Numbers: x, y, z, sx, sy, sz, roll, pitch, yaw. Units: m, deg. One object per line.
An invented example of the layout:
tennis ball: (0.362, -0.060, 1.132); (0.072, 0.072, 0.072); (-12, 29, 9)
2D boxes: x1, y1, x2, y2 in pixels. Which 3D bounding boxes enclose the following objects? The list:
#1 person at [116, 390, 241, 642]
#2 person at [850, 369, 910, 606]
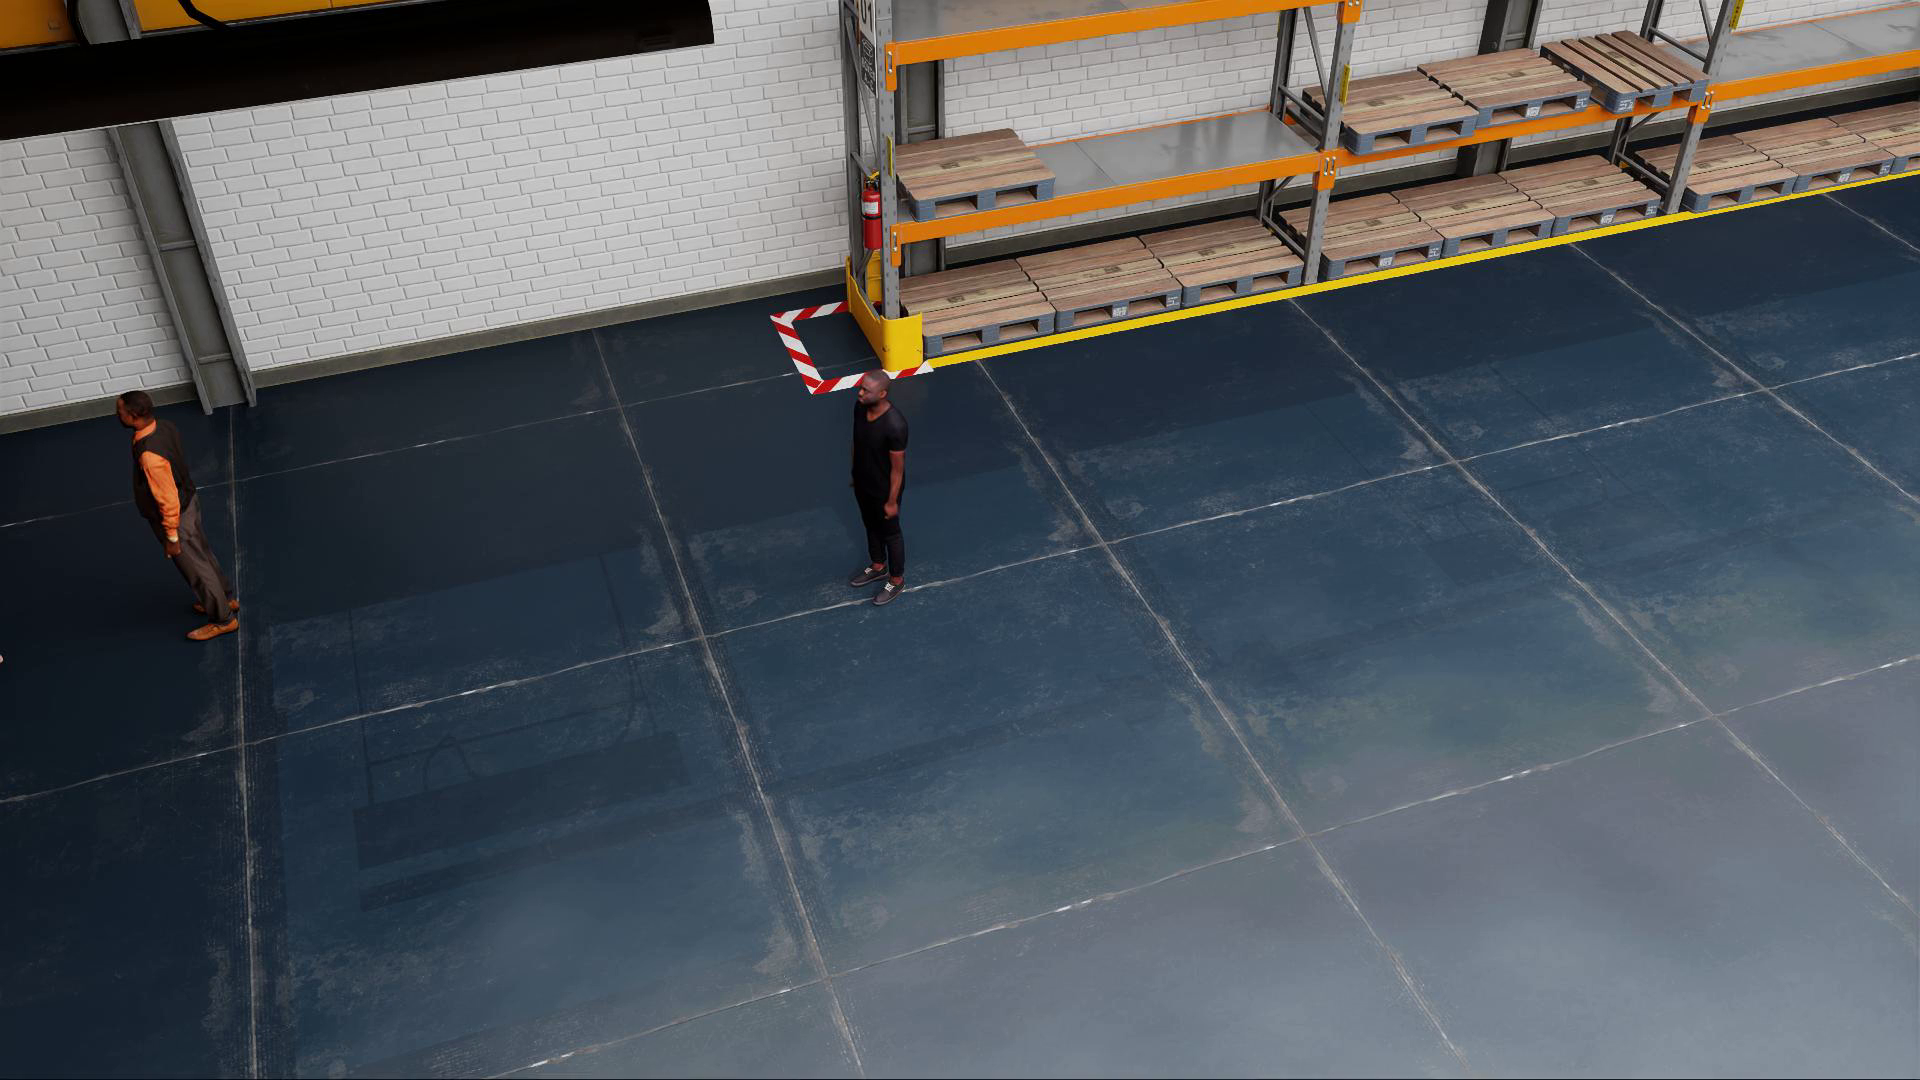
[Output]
person: (-5.138, -0.173, 10.930); (0.622, 1.908, 0.712); (-9, 40, -12)
person: (-0.543, -0.380, 11.260); (0.684, 1.820, 0.734); (-27, 46, -30)
